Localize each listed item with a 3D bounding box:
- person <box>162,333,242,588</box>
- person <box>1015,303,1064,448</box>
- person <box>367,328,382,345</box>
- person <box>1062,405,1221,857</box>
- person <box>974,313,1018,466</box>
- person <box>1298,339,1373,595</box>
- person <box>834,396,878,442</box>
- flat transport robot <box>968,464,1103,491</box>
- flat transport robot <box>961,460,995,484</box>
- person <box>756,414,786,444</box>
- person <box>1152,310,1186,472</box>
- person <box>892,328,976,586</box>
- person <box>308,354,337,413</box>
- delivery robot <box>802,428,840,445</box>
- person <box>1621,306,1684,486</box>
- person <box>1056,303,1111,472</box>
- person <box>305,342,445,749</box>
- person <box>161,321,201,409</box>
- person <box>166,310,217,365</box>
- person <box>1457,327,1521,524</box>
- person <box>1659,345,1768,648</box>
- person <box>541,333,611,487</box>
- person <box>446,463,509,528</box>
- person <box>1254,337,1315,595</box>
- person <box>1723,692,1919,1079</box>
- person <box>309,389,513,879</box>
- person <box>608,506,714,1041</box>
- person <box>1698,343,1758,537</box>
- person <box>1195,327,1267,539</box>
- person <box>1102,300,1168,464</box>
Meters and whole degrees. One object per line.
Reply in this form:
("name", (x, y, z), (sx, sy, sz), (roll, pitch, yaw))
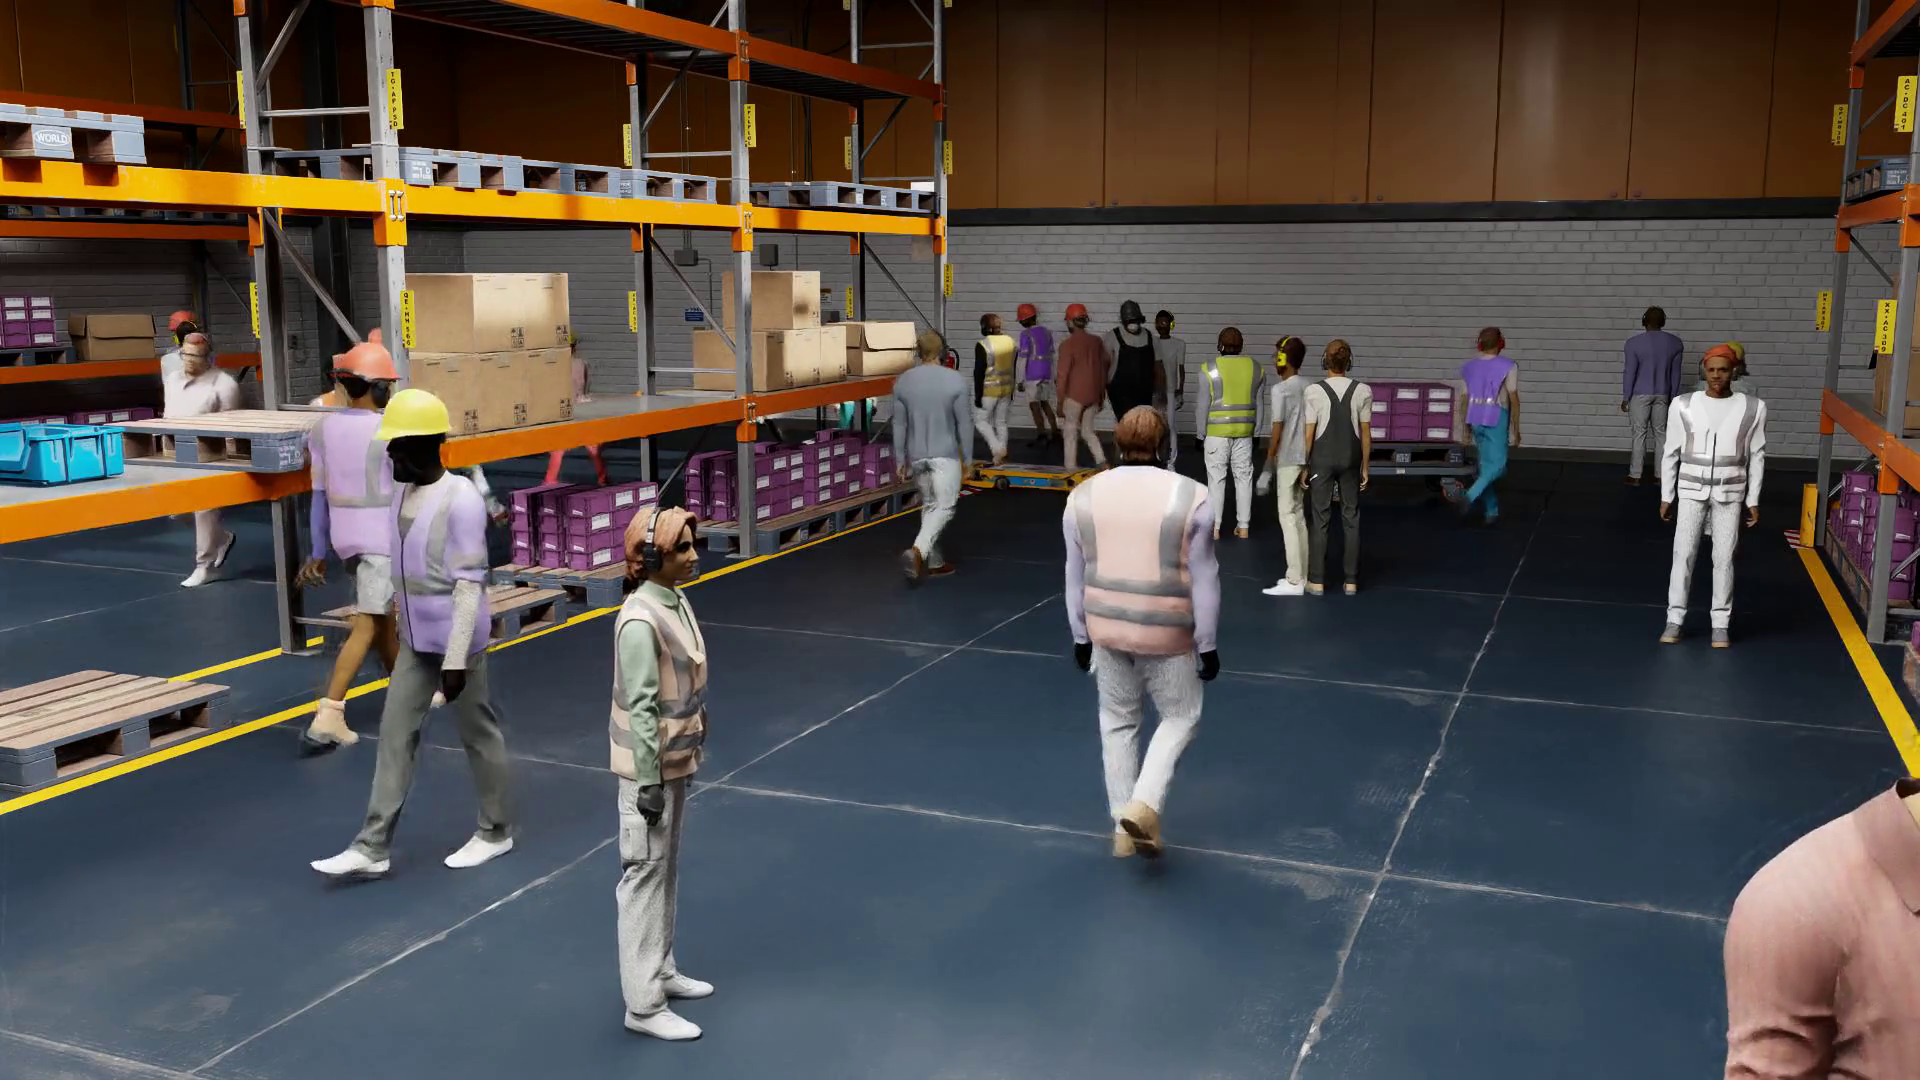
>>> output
("person", (-5.602, -0.602, 12.364), (0.675, 1.882, 0.542), (3, 10, 20))
("person", (0.990, -2.130, 21.605), (0.499, 1.889, 0.602), (9, 13, 42))
("person", (-4.232, -0.664, 12.725), (0.601, 1.903, 0.475), (5, 11, 30))
("person", (0.710, 0.382, 6.567), (0.649, 1.829, 0.480), (5, 10, 26))
("person", (0.408, -1.704, 19.247), (0.668, 1.823, 0.446), (-7, 12, -37))
("person", (2.694, -0.516, 11.959), (0.504, 1.847, 0.344), (0, 9, 1))
("person", (-1.166, -1.544, 18.550), (0.536, 1.734, 0.813), (-3, 10, -17))
("flat transport robot", (0.867, -0.658, 17.581), (1.431, 0.197, 0.652), (5, 10, 26))
("flat transport robot", (-0.362, -0.779, 18.313), (1.431, 0.197, 0.652), (5, 11, 30))
("person", (-2.364, -1.660, 19.481), (0.873, 1.634, 0.595), (-3, 10, -19))
("person", (2.293, -1.662, 18.844), (0.507, 1.868, 0.329), (5, 11, 28))
("person", (-0.232, -0.608, 12.331), (0.635, 1.913, 0.832), (5, 11, 28))
("person", (-4.798, -0.606, 12.995), (0.543, 1.677, 0.663), (-2, 10, -11))
("delivery robot", (-1.391, -1.006, 18.546), (0.707, 0.478, 0.477), (3, 10, 15))
("person", (7.411, -1.539, 17.877), (0.631, 1.940, 0.372), (-1, 9, -3))
("person", (1.304, -1.510, 17.585), (0.672, 1.975, 0.595), (-8, 12, -39))
("person", (-2.982, 0.010, 8.338), (0.627, 1.999, 1.048), (4, 10, 23))
("person", (-7.238, -1.119, 15.624), (0.518, 1.850, 0.360), (0, 9, 1))
("person", (-7.754, -1.354, 16.822), (0.559, 1.915, 0.485), (1, 9, 5))
("person", (4.768, -1.021, 15.107), (0.693, 1.819, 0.603), (-7, 11, -35))
("person", (4.665, -0.269, 10.342), (0.584, 1.882, 0.337), (4, 10, 25))
("person", (-3.987, -1.297, 17.092), (0.539, 1.716, 0.926), (7, 11, 35))
("person", (-4.433, -0.980, 14.701), (1.089, 1.867, 0.632), (-4, 10, -21))
("person", (2.394, -0.520, 12.006), (0.418, 1.854, 0.570), (8, 13, 42))
("person", (1.401, 1.038, 2.446), (0.645, 1.880, 0.850), (-1, 9, -3))
("person", (-2.095, 0.386, 6.325), (0.612, 1.893, 0.871), (8, 12, 40))
("person", (-0.930, 0.707, 5.170), (0.315, 1.640, 0.515), (0, 9, 1))
("person", (6.753, -0.884, 14.648), (0.504, 1.691, 0.919), (8, 12, 39))
("person", (2.326, -0.922, 14.431), (0.631, 1.843, 0.429), (-2, 10, -13))
("person", (1.912, -1.652, 18.251), (0.780, 2.000, 0.588), (-3, 10, -19))
